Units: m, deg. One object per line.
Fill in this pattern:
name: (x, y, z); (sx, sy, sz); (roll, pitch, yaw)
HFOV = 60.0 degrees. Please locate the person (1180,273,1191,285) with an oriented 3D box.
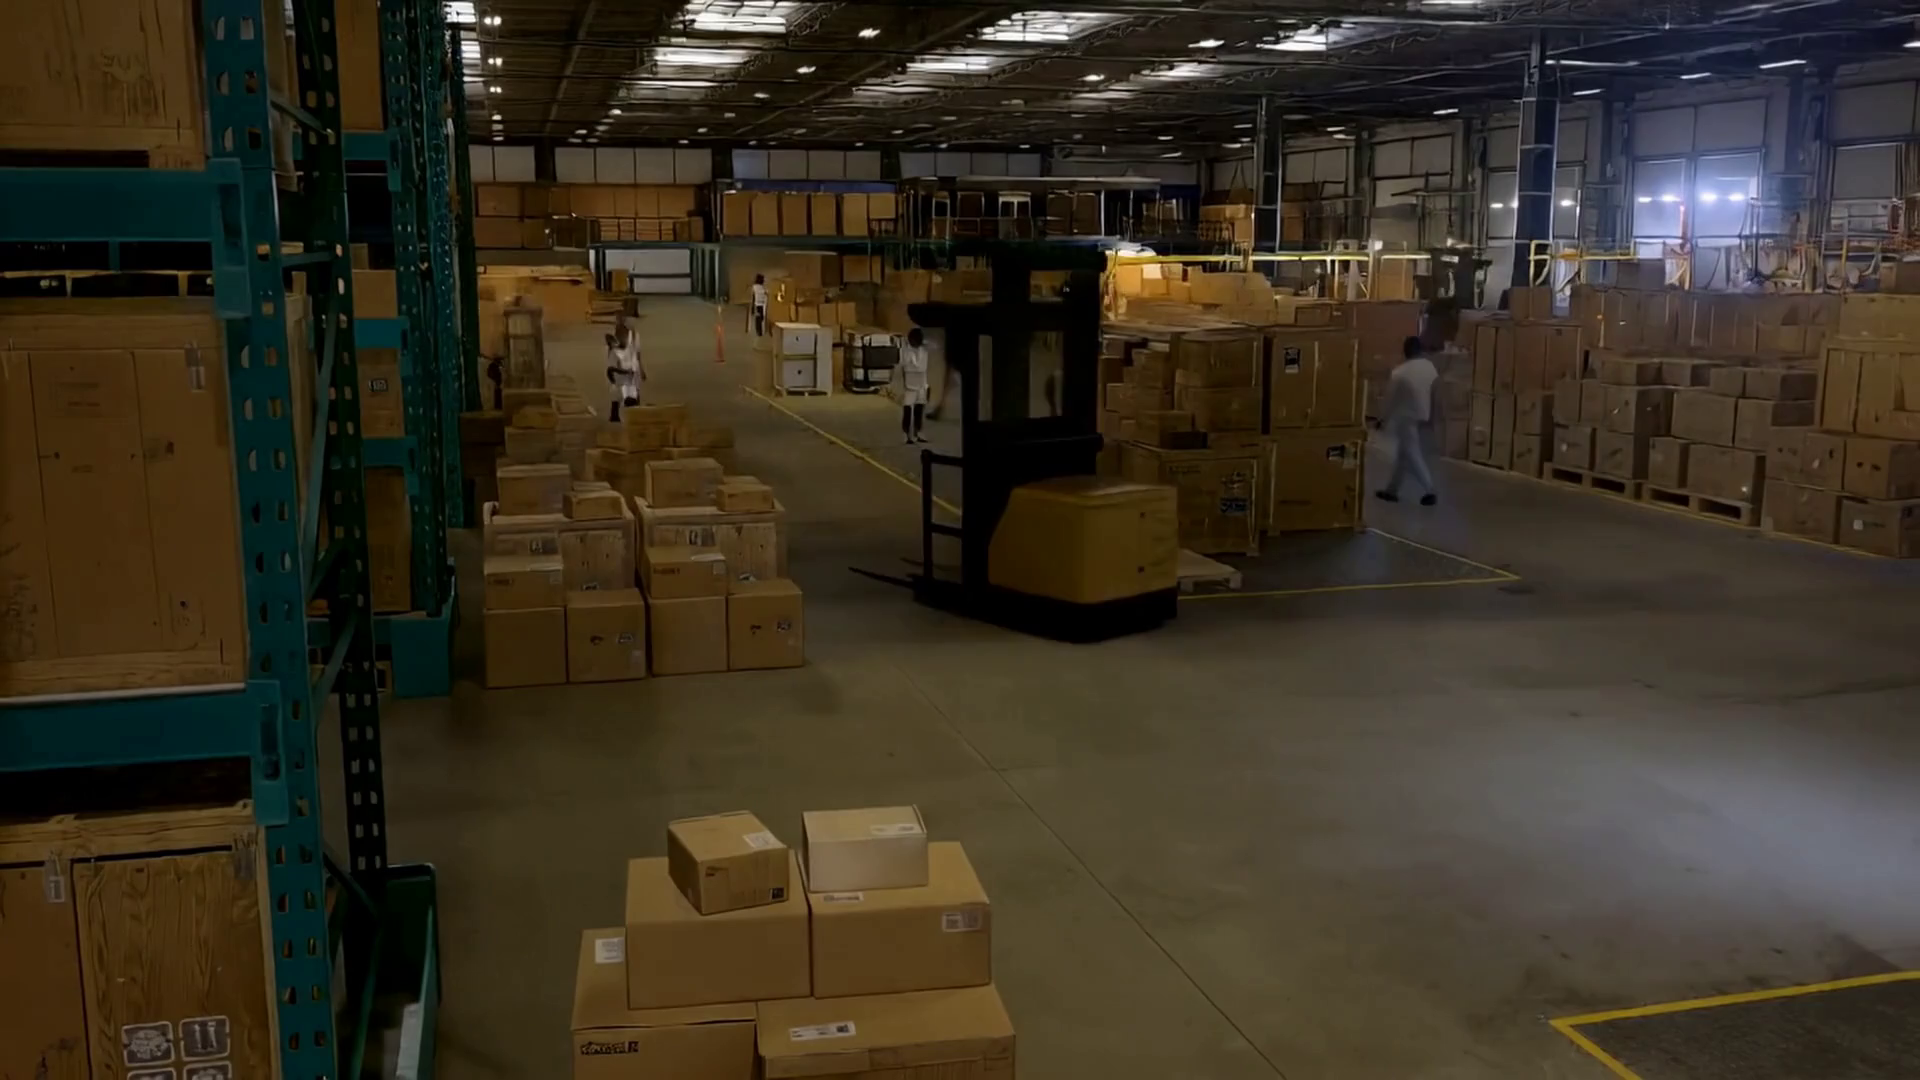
person: (8.435, -9.068, 62.378); (0.354, 1.876, 0.574); (-5, 11, -28)

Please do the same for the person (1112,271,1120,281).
person: (6.244, -9.818, 66.589); (0.345, 1.882, 0.584); (3, 10, 14)

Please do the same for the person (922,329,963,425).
person: (-0.115, -2.800, 26.694); (1.039, 1.933, 0.646); (8, 13, 37)

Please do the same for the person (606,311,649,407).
person: (-5.211, -2.655, 26.072); (0.610, 1.886, 0.940); (-1, 10, -4)

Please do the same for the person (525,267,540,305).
person: (-18.911, -11.078, 73.468); (0.664, 1.962, 0.823); (0, 10, 1)

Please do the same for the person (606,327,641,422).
person: (-4.977, -2.333, 24.829); (0.547, 1.666, 0.806); (-9, 14, -43)

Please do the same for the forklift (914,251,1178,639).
forklift: (0.674, -0.802, 12.713); (1.129, 2.768, 1.873); (-9, 13, -41)

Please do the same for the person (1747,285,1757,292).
person: (21.180, -5.865, 44.306); (1.078, 1.862, 0.691); (6, 12, 33)

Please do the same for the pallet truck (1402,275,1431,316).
pallet truck: (14.620, -7.324, 52.145); (0.823, 1.965, 1.885); (8, 13, 40)

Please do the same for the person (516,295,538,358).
person: (-8.480, -3.873, 32.820); (0.581, 1.921, 0.646); (4, 11, 22)

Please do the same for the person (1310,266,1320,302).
person: (17.733, -12.759, 83.191); (0.395, 1.910, 0.586); (-7, 12, -34)

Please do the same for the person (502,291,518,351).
person: (-12.263, -6.010, 45.692); (0.893, 1.643, 0.544); (-9, 13, -42)

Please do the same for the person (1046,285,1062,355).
person: (2.487, -5.828, 44.083); (0.318, 1.858, 0.527); (-9, 13, -41)

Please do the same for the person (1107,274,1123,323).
person: (5.821, -9.044, 62.139); (0.614, 1.918, 0.860); (8, 13, 38)

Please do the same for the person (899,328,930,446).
person: (-0.649, -2.223, 24.110); (0.318, 1.697, 0.535); (10, 14, 43)

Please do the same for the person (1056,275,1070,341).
person: (3.184, -7.017, 50.282); (0.705, 2.000, 0.540); (-3, 11, -18)

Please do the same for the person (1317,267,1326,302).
person: (18.779, -13.338, 86.700); (0.631, 1.825, 0.650); (-4, 11, -24)

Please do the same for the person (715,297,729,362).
person: (-5.913, -5.223, 41.295); (0.314, 1.629, 0.508); (-3, 10, -14)

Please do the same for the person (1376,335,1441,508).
person: (5.020, -1.318, 18.447); (0.648, 1.895, 1.010); (-6, 12, -31)

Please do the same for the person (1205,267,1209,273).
person: (11.431, -11.688, 77.084); (0.379, 1.916, 0.597); (9, 13, 41)

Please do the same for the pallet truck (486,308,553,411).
pallet truck: (-6.242, -2.418, 24.362); (0.823, 1.965, 1.885); (1, 10, 3)

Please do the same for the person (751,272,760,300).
person: (-7.489, -8.976, 61.766); (0.564, 1.893, 0.966); (1, 10, 8)

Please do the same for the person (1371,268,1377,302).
person: (19.540, -11.889, 78.426); (0.562, 1.848, 0.392); (-10, 14, -44)

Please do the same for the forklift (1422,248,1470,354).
forklift: (12.073, -5.835, 41.215); (1.129, 2.768, 1.873); (-3, 10, -15)

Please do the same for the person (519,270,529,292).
person: (-21.140, -12.242, 80.779); (0.551, 1.716, 0.512); (-6, 12, -32)

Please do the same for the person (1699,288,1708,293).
person: (18.956, -5.538, 42.557); (0.643, 1.813, 0.776); (9, 13, 42)

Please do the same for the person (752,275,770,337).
person: (-6.325, -7.440, 52.894); (0.611, 1.962, 0.364); (5, 11, 28)
